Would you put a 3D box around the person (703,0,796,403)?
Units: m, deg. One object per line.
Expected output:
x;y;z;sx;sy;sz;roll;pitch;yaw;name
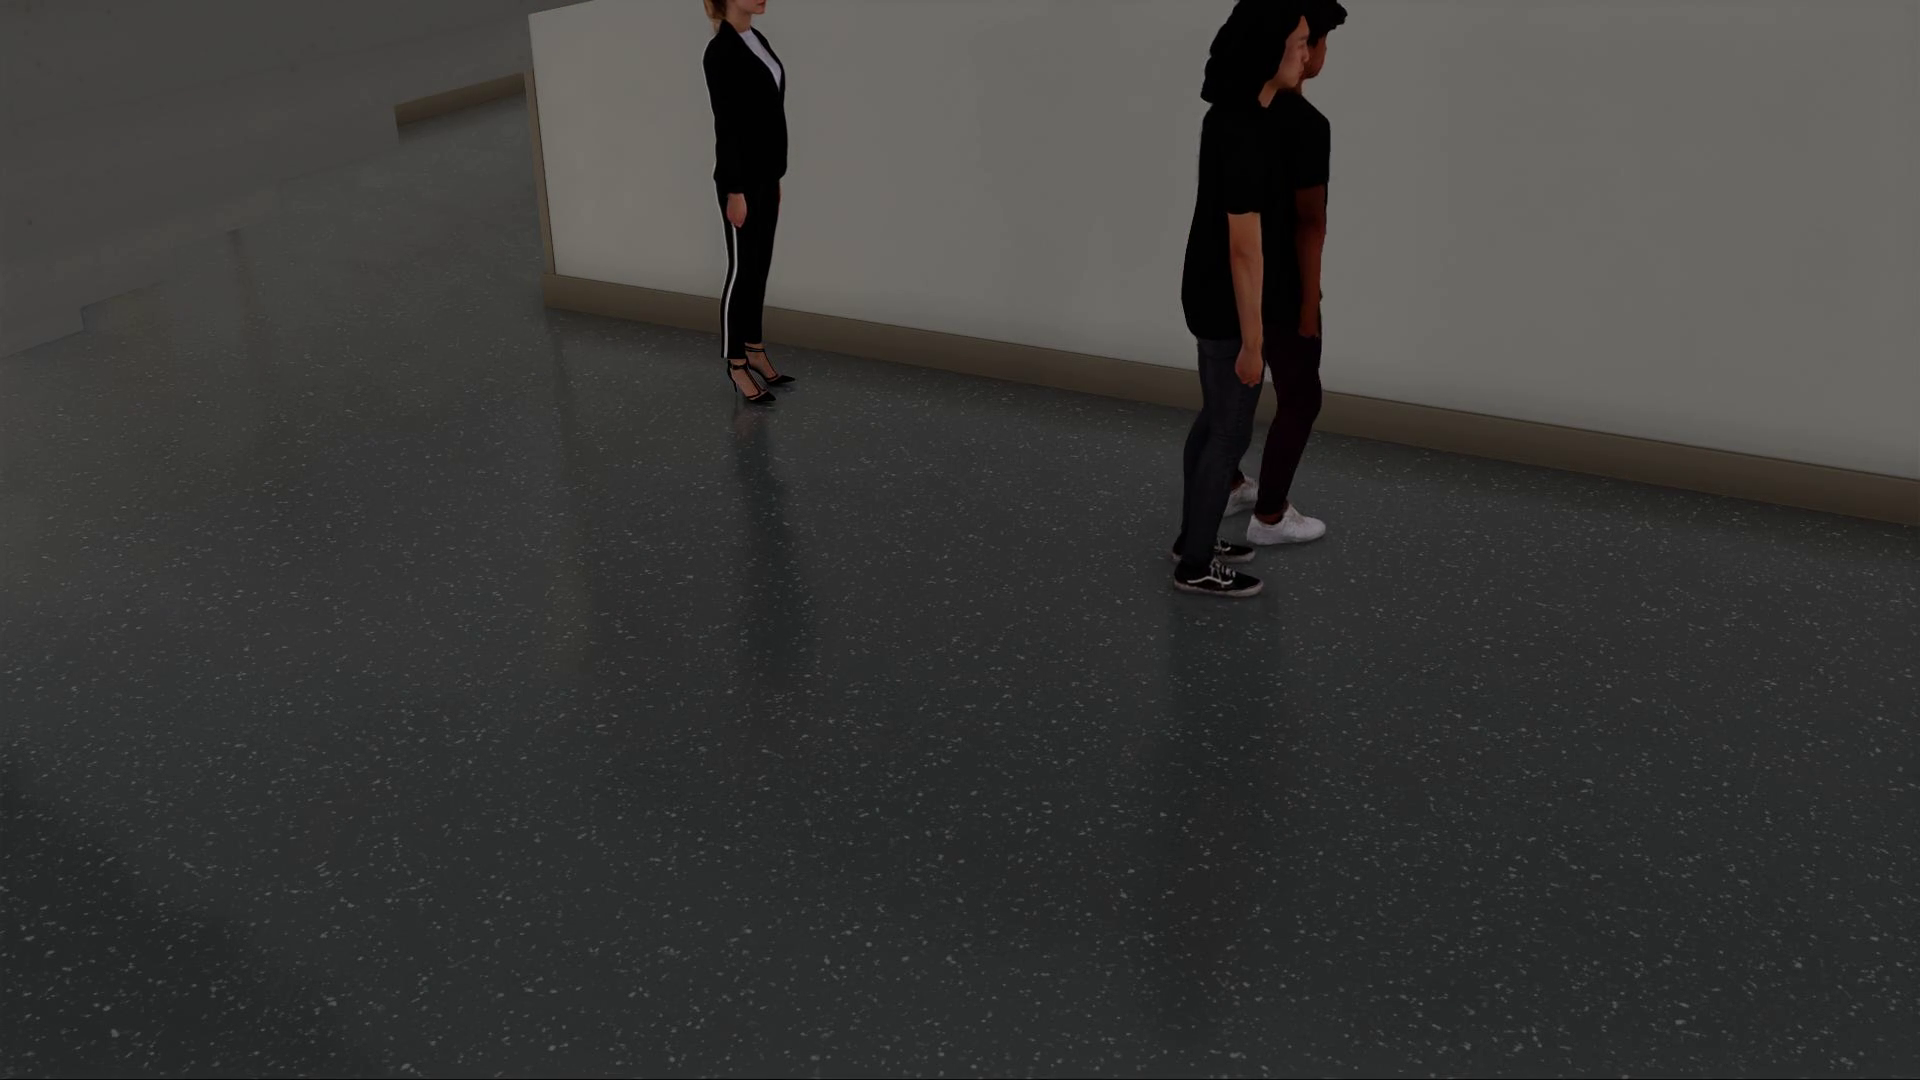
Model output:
-0.830;-1.388;6.497;0.591;1.707;0.653;7;27;14;person

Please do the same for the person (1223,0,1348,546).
0.973;-0.867;5.340;0.806;1.773;0.711;-13;29;-25;person

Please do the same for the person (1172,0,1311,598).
0.784;-0.702;4.924;0.685;1.824;0.706;0;26;0;person
